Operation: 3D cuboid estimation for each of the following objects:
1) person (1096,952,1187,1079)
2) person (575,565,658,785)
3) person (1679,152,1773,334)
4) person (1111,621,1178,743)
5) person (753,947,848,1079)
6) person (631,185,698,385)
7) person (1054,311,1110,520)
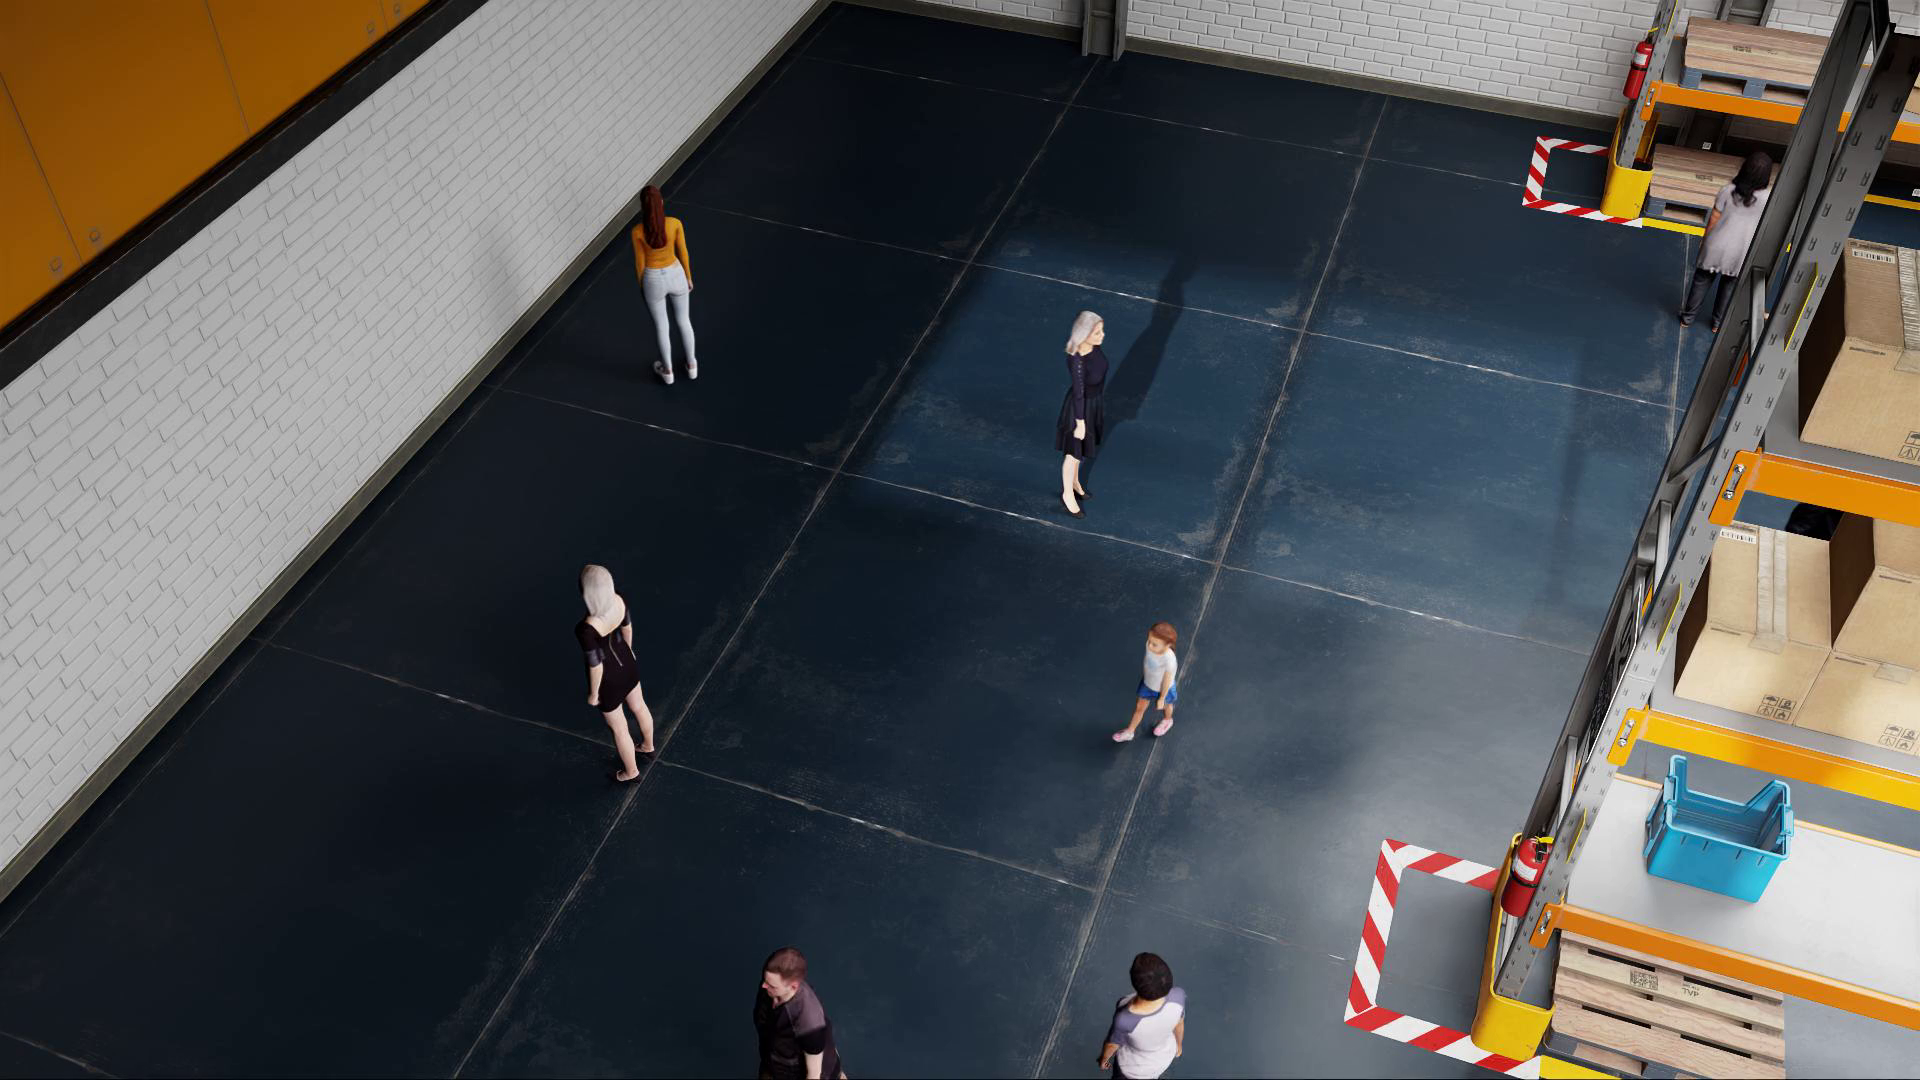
[{"bbox_3d":[0.959,2.617,8.337,0.700,1.555,0.756,-19,47,-19],"label":"person"},{"bbox_3d":[-2.085,0.809,10.037,0.525,1.829,0.600,19,47,19],"label":"person"},{"bbox_3d":[6.297,-2.428,13.594,0.565,1.611,0.668,14,45,14],"label":"person"},{"bbox_3d":[1.302,0.884,10.559,0.684,1.000,0.679,-29,51,-27],"label":"person"},{"bbox_3d":[-0.691,2.529,8.249,1.201,1.804,1.223,-25,49,-24],"label":"person"},{"bbox_3d":[-2.315,-2.005,13.051,0.631,1.746,0.707,-14,45,-14],"label":"person"},{"bbox_3d":[0.883,-0.914,11.906,0.564,1.746,0.603,12,45,12],"label":"person"}]
